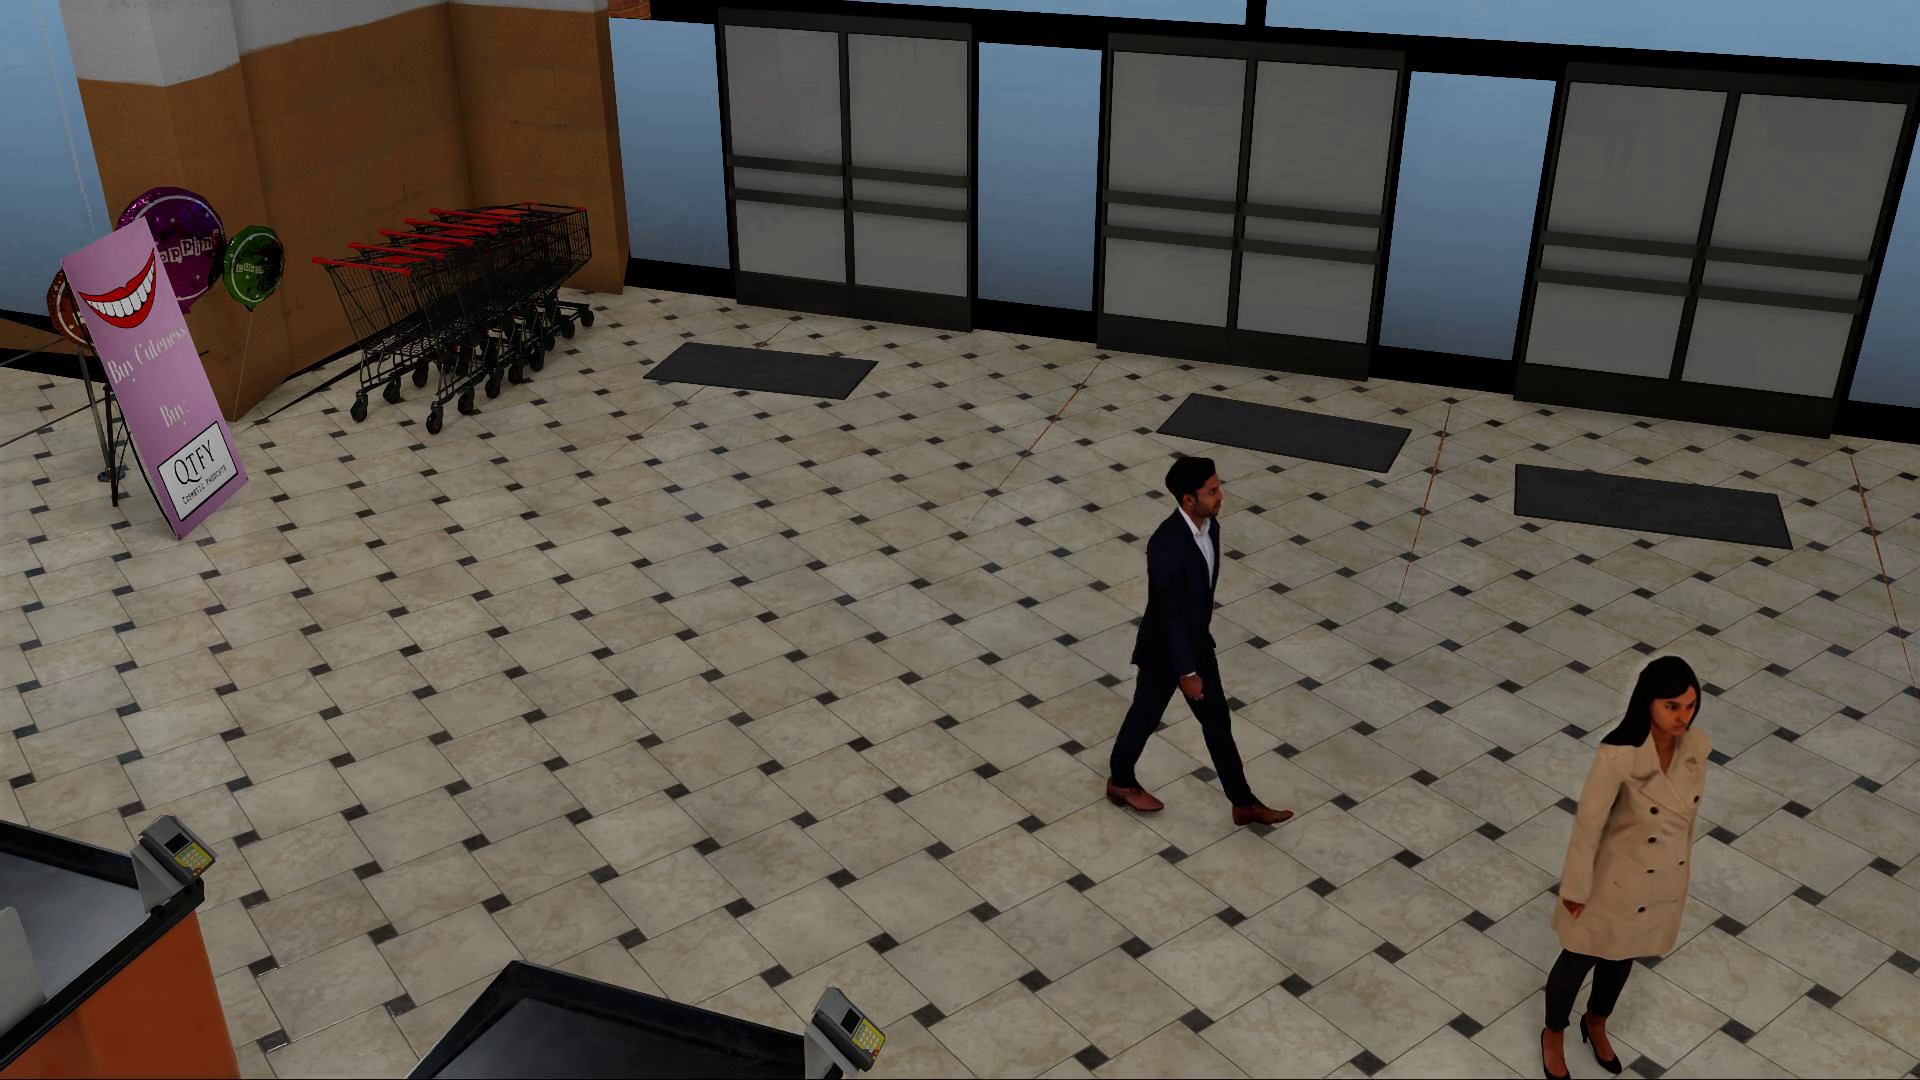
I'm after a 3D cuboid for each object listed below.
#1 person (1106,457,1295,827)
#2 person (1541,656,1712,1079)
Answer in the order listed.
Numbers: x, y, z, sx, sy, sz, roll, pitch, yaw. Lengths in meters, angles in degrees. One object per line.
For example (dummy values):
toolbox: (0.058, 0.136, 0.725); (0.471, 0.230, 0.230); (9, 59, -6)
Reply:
person: (0.812, 0.436, 6.905); (0.890, 1.692, 1.066); (18, 32, 32)
person: (2.223, 1.122, 5.565); (0.722, 1.681, 0.743); (-8, 28, -15)
